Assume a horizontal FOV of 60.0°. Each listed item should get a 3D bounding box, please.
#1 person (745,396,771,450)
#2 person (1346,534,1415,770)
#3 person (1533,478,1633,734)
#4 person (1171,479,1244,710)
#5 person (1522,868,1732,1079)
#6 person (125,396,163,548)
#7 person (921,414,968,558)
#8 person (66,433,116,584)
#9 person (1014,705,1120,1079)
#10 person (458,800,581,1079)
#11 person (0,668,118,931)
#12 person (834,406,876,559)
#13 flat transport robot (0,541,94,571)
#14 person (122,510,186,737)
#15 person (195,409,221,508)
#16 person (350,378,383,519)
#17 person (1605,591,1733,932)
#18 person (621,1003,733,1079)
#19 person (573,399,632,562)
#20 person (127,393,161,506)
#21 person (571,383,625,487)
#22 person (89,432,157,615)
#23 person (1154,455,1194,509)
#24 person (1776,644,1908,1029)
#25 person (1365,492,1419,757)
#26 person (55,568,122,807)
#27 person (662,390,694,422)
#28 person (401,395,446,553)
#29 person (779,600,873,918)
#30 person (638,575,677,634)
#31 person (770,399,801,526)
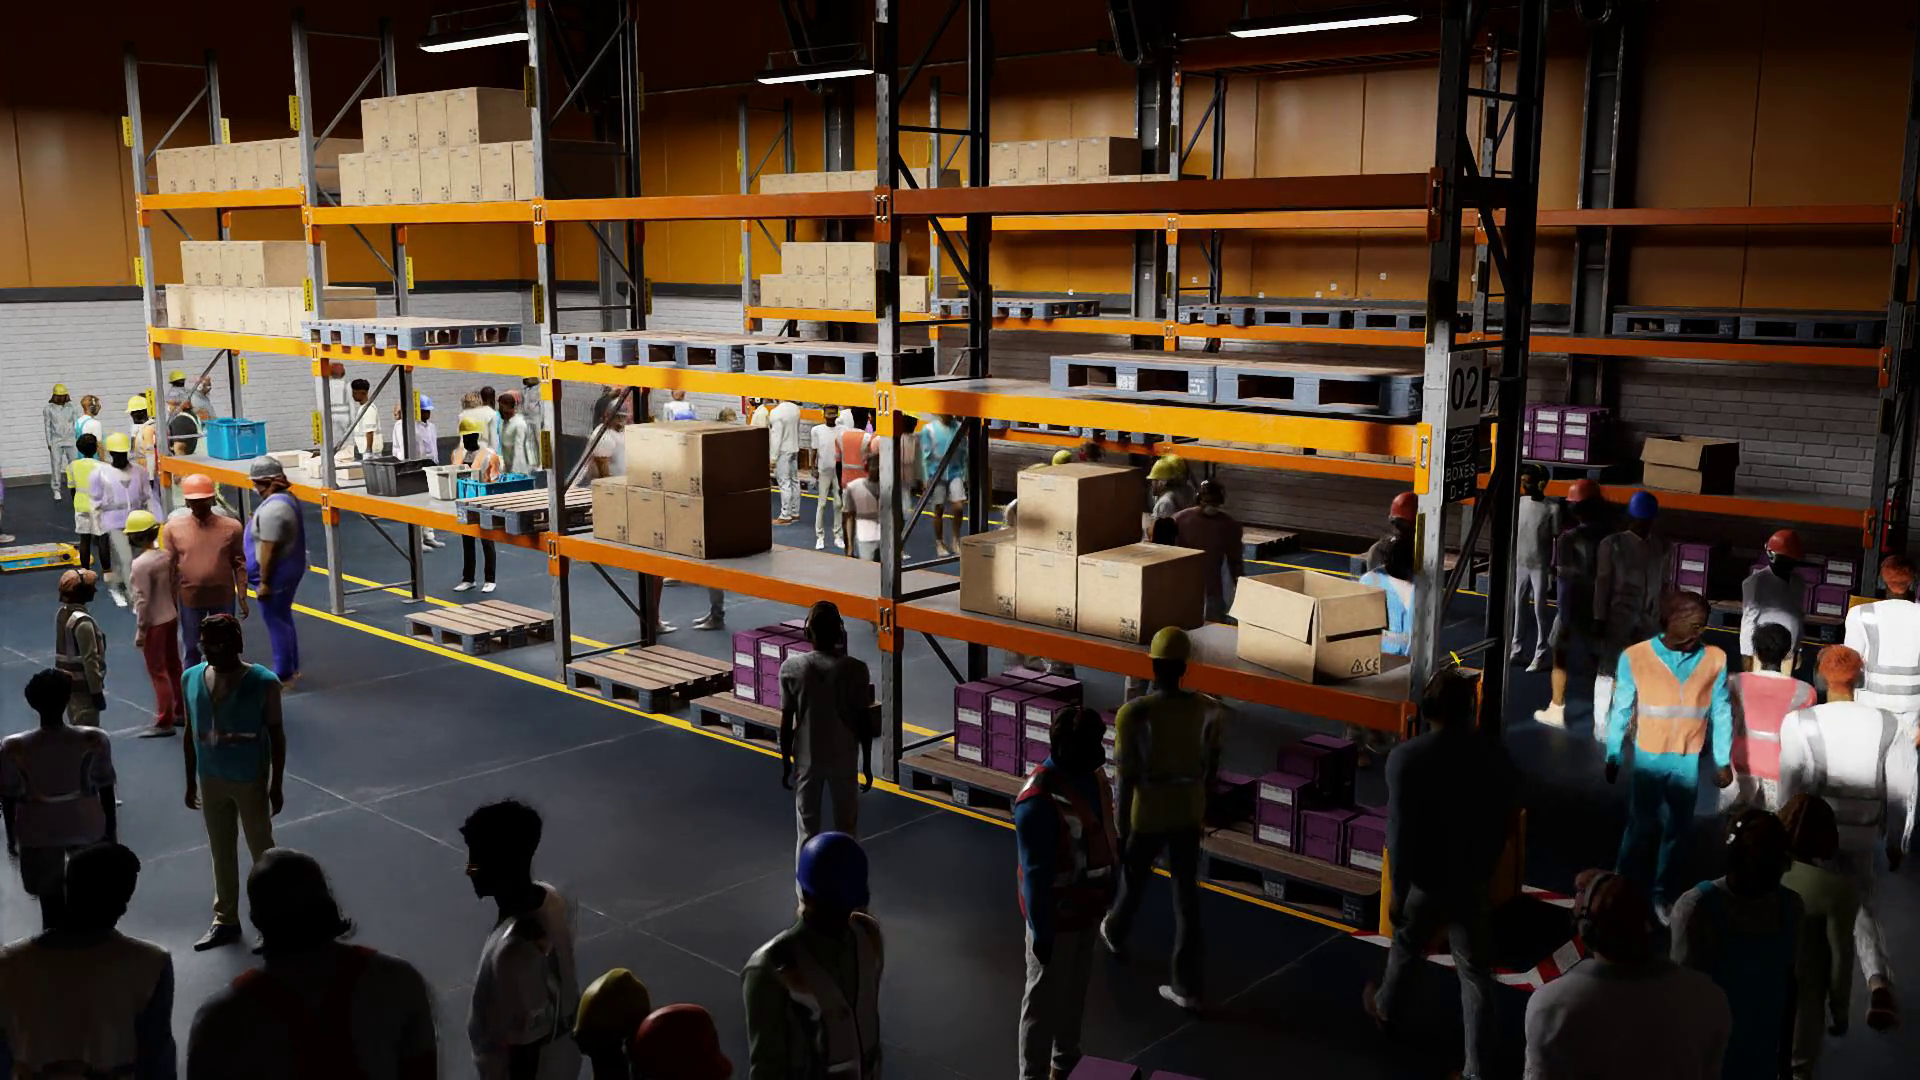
[{"bbox_3d":[-2.953,-1.380,24.349,0.355,1.739,0.573,-2,10,-13],"label":"person"},{"bbox_3d":[3.031,0.829,11.734,0.636,1.784,0.979,-3,11,-18],"label":"person"},{"bbox_3d":[4.857,0.530,12.803,0.599,2.009,0.842,-3,11,-18],"label":"person"},{"bbox_3d":[1.948,0.431,13.615,0.743,1.914,0.521,-1,10,-5],"label":"person"},{"bbox_3d":[2.046,1.954,5.140,0.641,1.863,0.829,1,10,3],"label":"person"},{"bbox_3d":[-10.190,-0.850,20.865,0.400,1.915,0.591,-5,11,-28],"label":"person"},{"bbox_3d":[-0.160,-0.761,20.063,0.612,2.024,0.608,-3,10,-14],"label":"person"},{"bbox_3d":[-9.713,-0.352,18.646,0.536,1.700,0.318,2,10,10],"label":"person"},{"bbox_3d":[0.472,1.606,7.218,0.431,1.835,0.624,6,12,29],"label":"person"},{"bbox_3d":[-1.478,1.822,5.665,0.363,1.957,0.698,-1,10,-7],"label":"person"},{"bbox_3d":[-4.548,1.469,8.416,0.536,1.681,0.495,-6,12,-29],"label":"person"},{"bbox_3d":[-1.183,-0.657,19.615,0.616,1.964,0.361,5,11,28],"label":"person"},{"bbox_3d":[-11.004,0.219,19.452,1.431,0.197,0.652,-8,13,-39],"label":"flat transport robot"},{"bbox_3d":[-6.241,0.640,12.854,0.331,1.765,0.533,0,10,-1],"label":"person"},{"bbox_3d":[-10.081,-0.942,22.247,0.380,1.613,0.506,4,11,21],"label":"person"},{"bbox_3d":[-8.233,-1.270,23.133,0.394,1.958,0.599,-5,11,-26],"label":"person"},{"bbox_3d":[3.947,1.226,9.191,0.623,1.899,0.597,0,10,-2],"label":"person"},{"bbox_3d":[-0.798,2.108,4.637,0.355,1.736,0.576,-3,11,-17],"label":"person"},{"bbox_3d":[-4.244,-0.746,19.910,0.916,2.000,0.707,3,10,17],"label":"person"},{"bbox_3d":[-11.709,-1.283,23.986,0.583,1.673,0.545,3,10,14],"label":"person"},{"bbox_3d":[-5.293,-1.472,24.480,1.199,1.895,0.634,-7,12,-36],"label":"person"},{"bbox_3d":[-8.657,-0.186,17.182,0.953,1.892,0.598,7,12,36],"label":"person"},{"bbox_3d":[2.173,-0.008,16.680,0.496,1.710,0.613,-5,11,-26],"label":"person"},{"bbox_3d":[4.264,1.450,8.005,0.597,1.860,0.707,1,10,6],"label":"person"},{"bbox_3d":[3.283,0.620,12.354,0.635,1.985,0.414,-5,11,-27],"label":"person"},{"bbox_3d":[-5.901,1.002,11.194,0.314,1.631,0.518,-9,13,-40],"label":"person"},{"bbox_3d":[-4.378,-1.588,25.861,0.547,1.602,0.810,-4,11,-22],"label":"person"},{"bbox_3d":[-6.658,-0.828,20.631,0.393,1.949,0.602,3,10,14],"label":"person"},{"bbox_3d":[-0.742,1.240,9.232,0.519,1.844,0.331,0,10,1],"label":"person"},{"bbox_3d":[-3.010,-0.027,16.226,0.402,1.909,0.599,-6,12,-31],"label":"person"},{"bbox_3d":[-2.378,-1.159,22.540,0.377,1.937,0.629,5,11,25],"label":"person"}]
